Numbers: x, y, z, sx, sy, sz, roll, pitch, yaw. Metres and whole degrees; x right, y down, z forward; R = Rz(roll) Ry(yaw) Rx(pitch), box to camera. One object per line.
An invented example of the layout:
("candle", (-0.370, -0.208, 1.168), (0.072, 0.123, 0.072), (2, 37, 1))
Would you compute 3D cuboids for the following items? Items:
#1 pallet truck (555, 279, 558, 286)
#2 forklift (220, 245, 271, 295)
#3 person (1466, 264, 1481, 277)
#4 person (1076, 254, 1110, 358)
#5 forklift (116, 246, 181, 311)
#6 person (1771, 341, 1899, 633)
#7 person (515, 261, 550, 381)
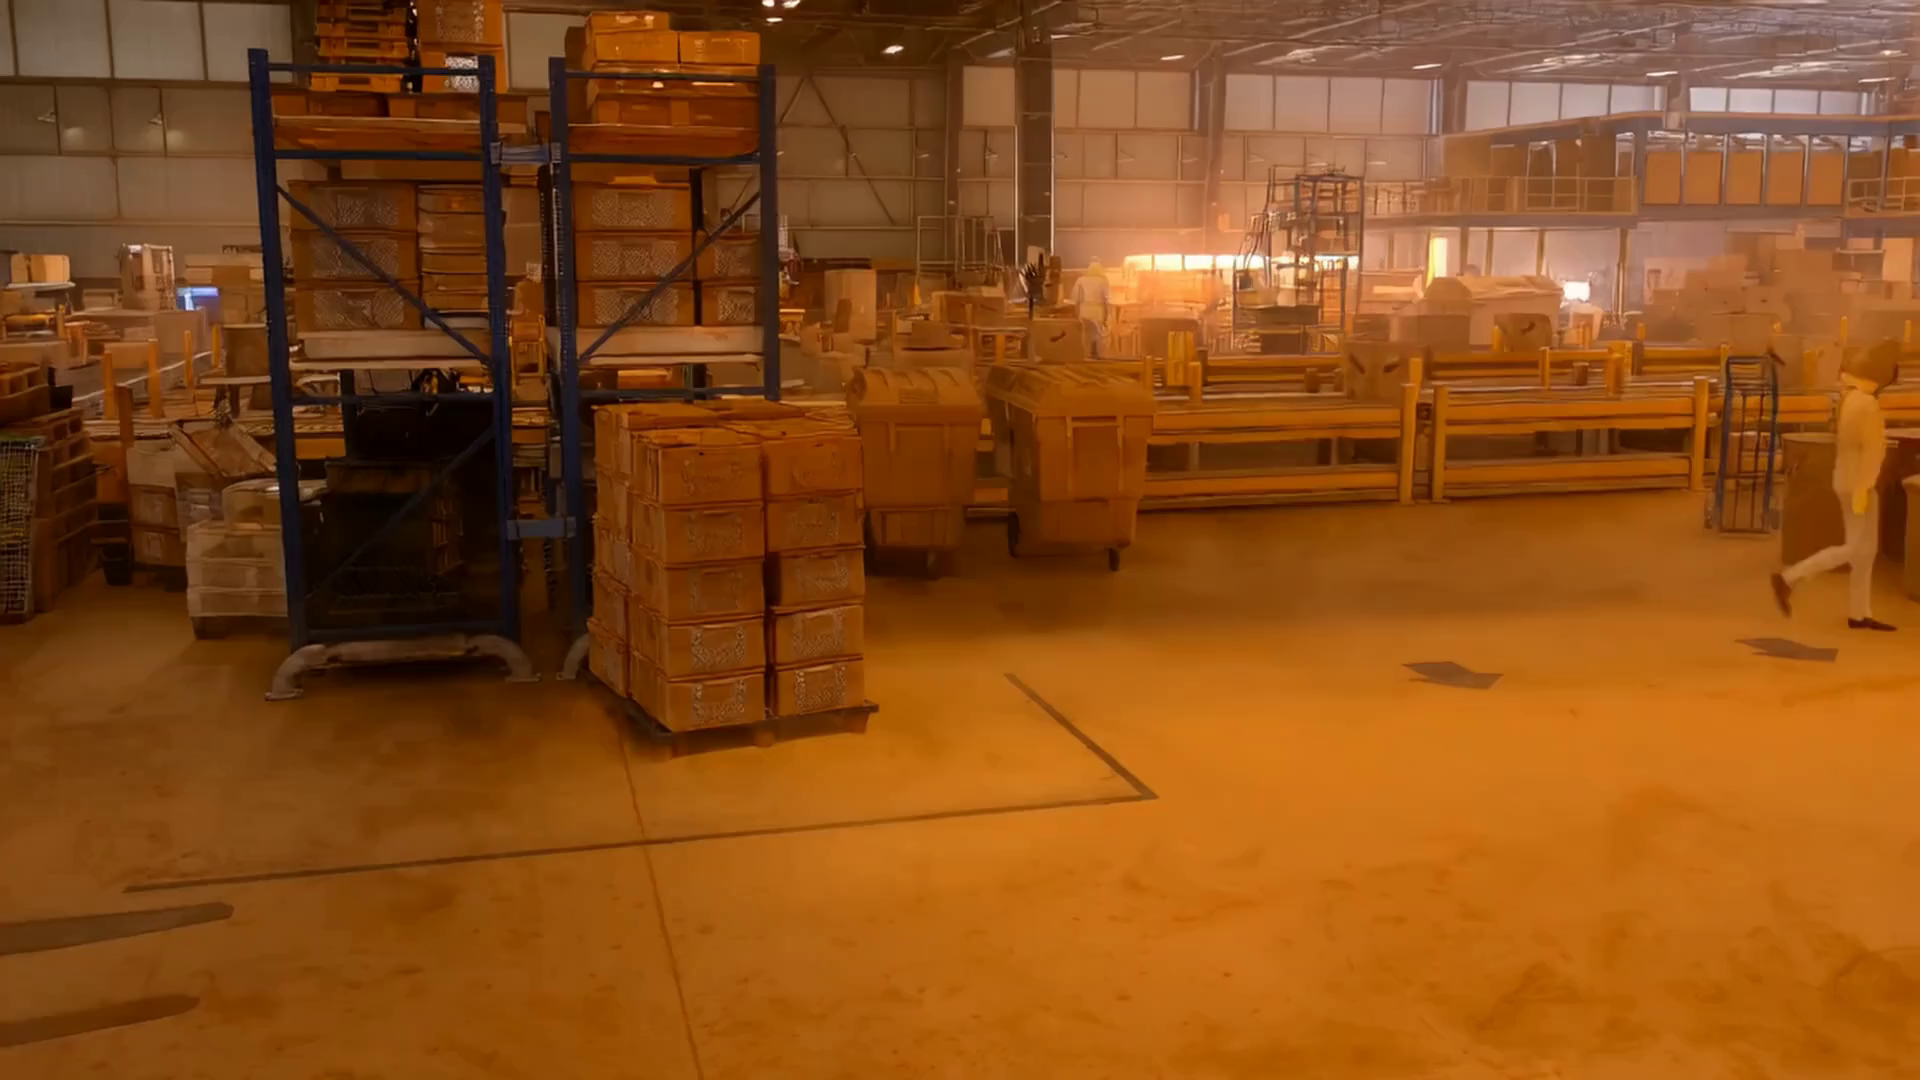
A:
("pallet truck", (-10.604, -6.375, 44.520), (0.653, 1.274, 1.630), (-3, 10, -15))
("forklift", (-17.749, -6.334, 41.440), (1.157, 1.987, 2.680), (-3, 10, -17))
("person", (9.509, -4.272, 31.204), (0.634, 1.797, 0.613), (-2, 10, -13))
("person", (2.093, -3.489, 26.224), (0.644, 2.009, 0.537), (7, 12, 33))
("forklift", (-19.966, -6.232, 40.894), (1.157, 1.987, 2.680), (-3, 10, -15))
("person", (4.887, -0.291, 9.167), (0.572, 1.615, 0.514), (7, 12, 34))
("person", (-6.716, -3.446, 26.262), (0.645, 1.901, 0.400), (1, 10, 8))
